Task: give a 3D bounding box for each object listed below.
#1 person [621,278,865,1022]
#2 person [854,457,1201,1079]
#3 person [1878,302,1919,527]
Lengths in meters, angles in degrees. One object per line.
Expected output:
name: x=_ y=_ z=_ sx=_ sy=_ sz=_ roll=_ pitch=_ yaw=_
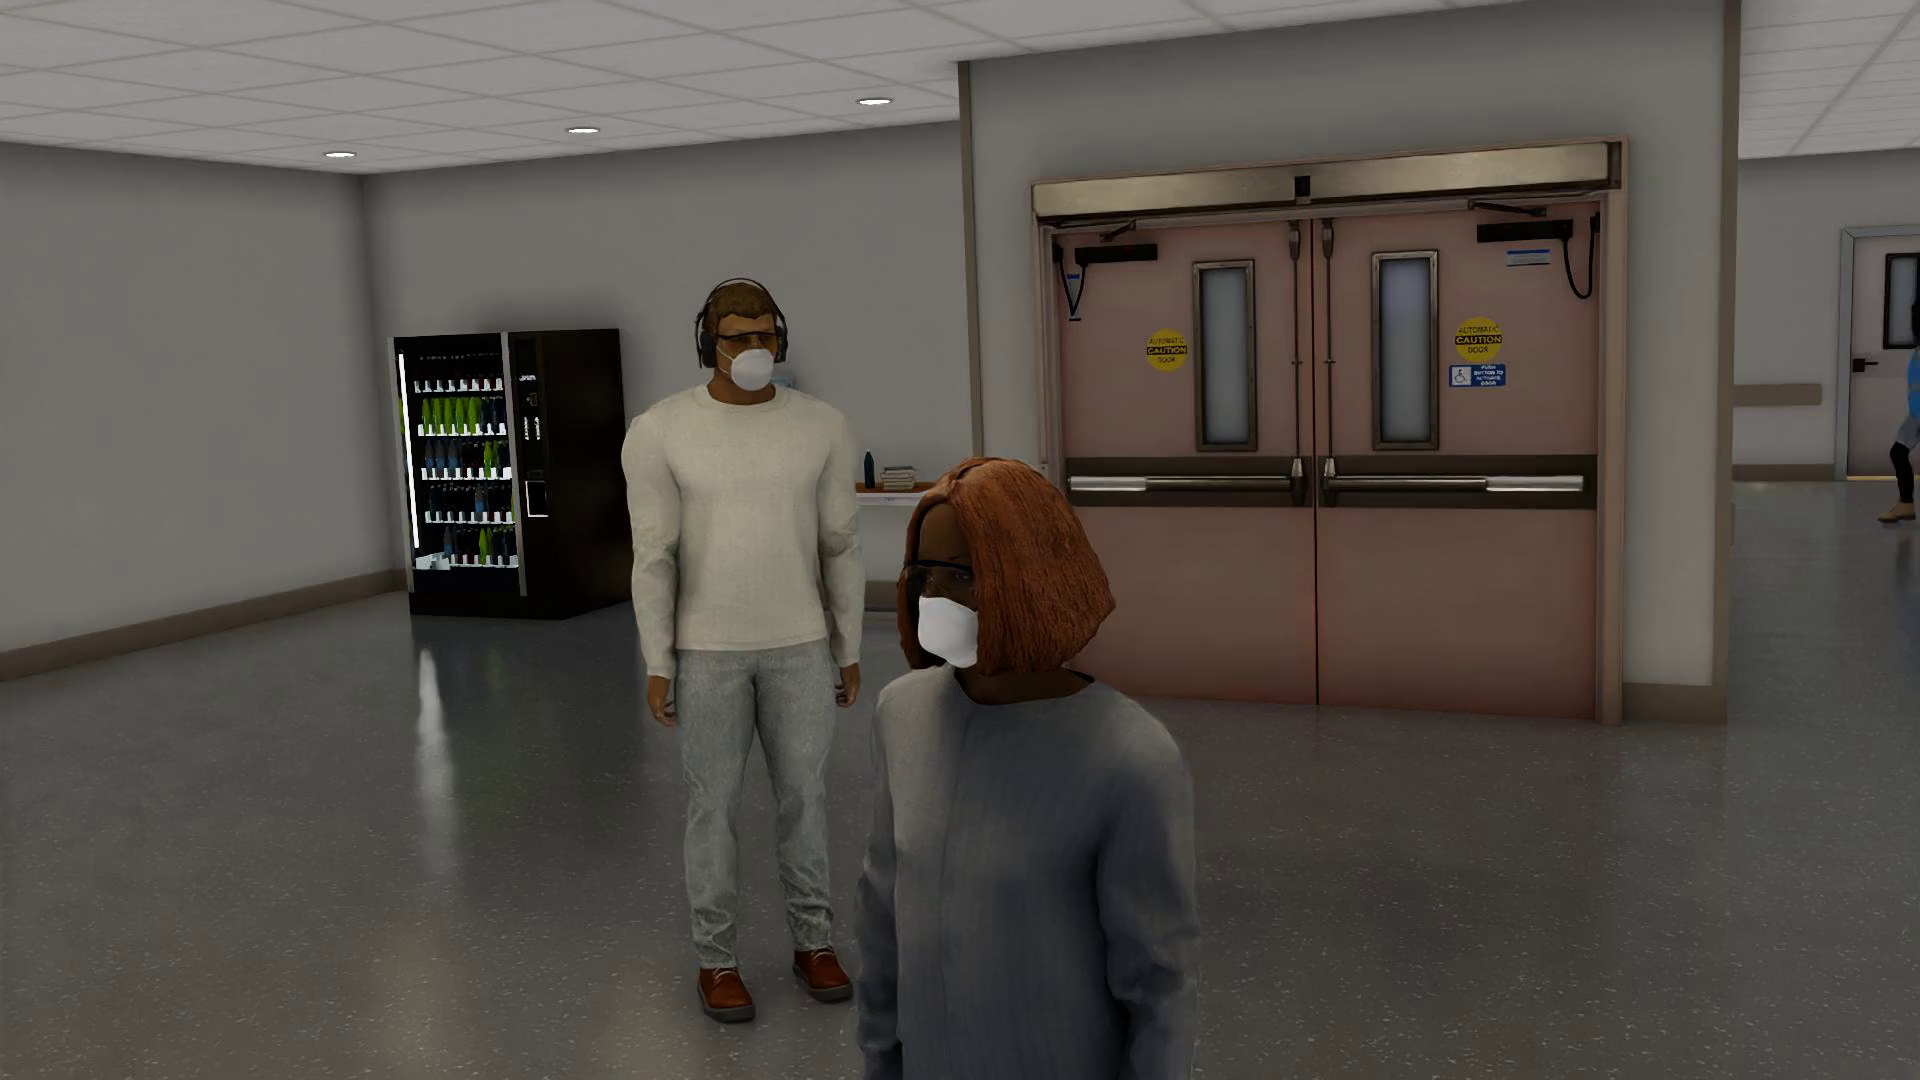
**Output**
person: x=-0.542 y=0.288 z=4.382 sx=0.622 sy=1.932 sz=0.367 roll=-5 pitch=8 yaw=-18
person: x=0.067 y=0.712 z=2.035 sx=0.499 sy=1.633 sz=0.286 roll=4 pitch=10 yaw=41
person: x=7.065 y=-0.917 z=12.245 sx=0.587 sy=1.679 sz=0.540 roll=-1 pitch=7 yaw=7
